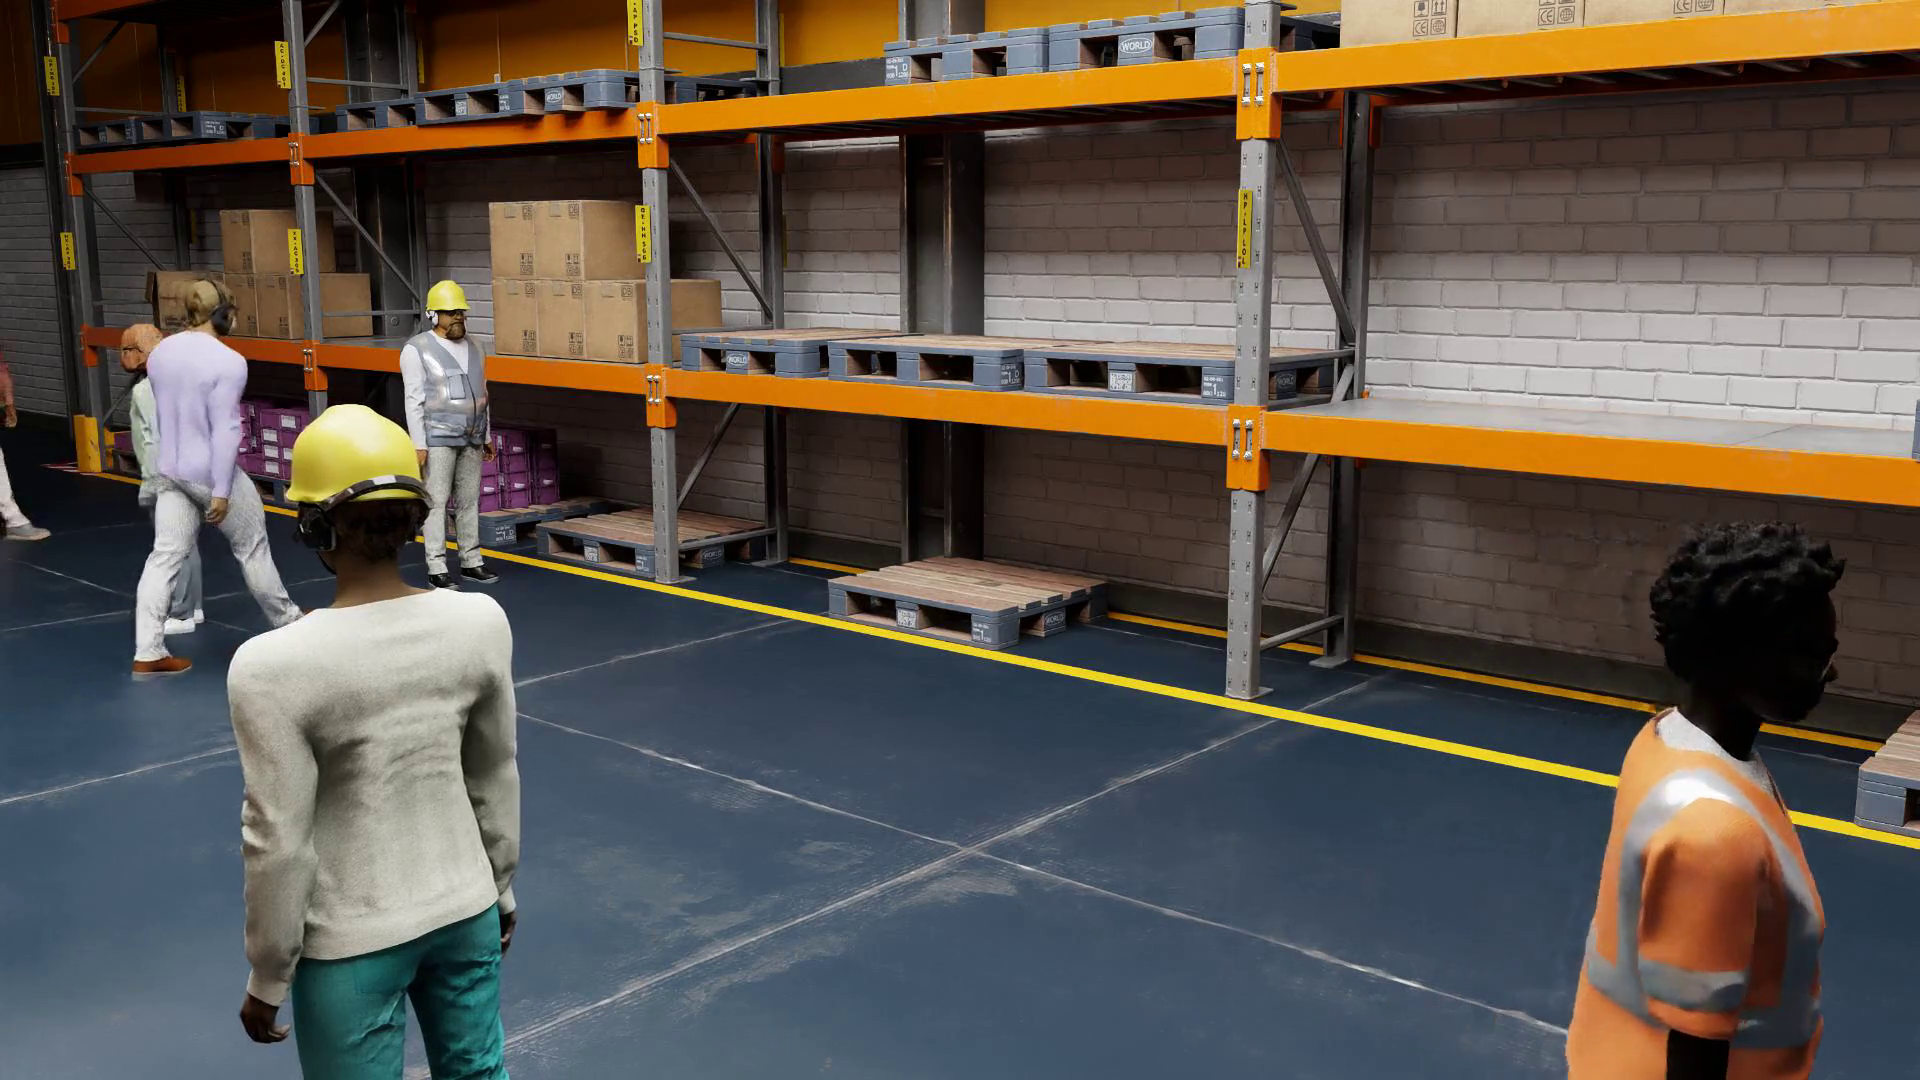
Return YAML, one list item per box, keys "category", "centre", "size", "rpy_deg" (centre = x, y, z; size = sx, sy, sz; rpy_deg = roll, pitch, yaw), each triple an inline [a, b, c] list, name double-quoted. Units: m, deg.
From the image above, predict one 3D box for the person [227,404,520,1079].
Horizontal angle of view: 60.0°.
- category: "person"
  centre: [-0.983, 0.653, 2.844]
  size: [0.322, 1.767, 0.533]
  rpy_deg: [7, 12, 36]

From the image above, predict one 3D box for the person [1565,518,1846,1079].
- category: "person"
  centre: [0.936, 0.790, 2.335]
  size: [0.621, 1.675, 0.536]
  rpy_deg: [3, 11, 19]

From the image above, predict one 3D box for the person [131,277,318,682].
- category: "person"
  centre: [-3.588, -0.308, 7.990]
  size: [0.642, 1.874, 1.049]
  rpy_deg: [4, 11, 23]

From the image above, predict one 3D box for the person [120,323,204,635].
- category: "person"
  centre: [-4.201, -0.316, 8.744]
  size: [0.286, 1.631, 0.502]
  rpy_deg: [-1, 10, -8]

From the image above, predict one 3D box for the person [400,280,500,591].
- category: "person"
  centre: [-3.010, -0.618, 9.889]
  size: [0.404, 1.832, 0.596]
  rpy_deg: [6, 12, 32]

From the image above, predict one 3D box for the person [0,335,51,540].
- category: "person"
  centre: [-6.889, -0.970, 11.583]
  size: [1.004, 1.950, 0.626]
  rpy_deg: [1, 10, 7]
